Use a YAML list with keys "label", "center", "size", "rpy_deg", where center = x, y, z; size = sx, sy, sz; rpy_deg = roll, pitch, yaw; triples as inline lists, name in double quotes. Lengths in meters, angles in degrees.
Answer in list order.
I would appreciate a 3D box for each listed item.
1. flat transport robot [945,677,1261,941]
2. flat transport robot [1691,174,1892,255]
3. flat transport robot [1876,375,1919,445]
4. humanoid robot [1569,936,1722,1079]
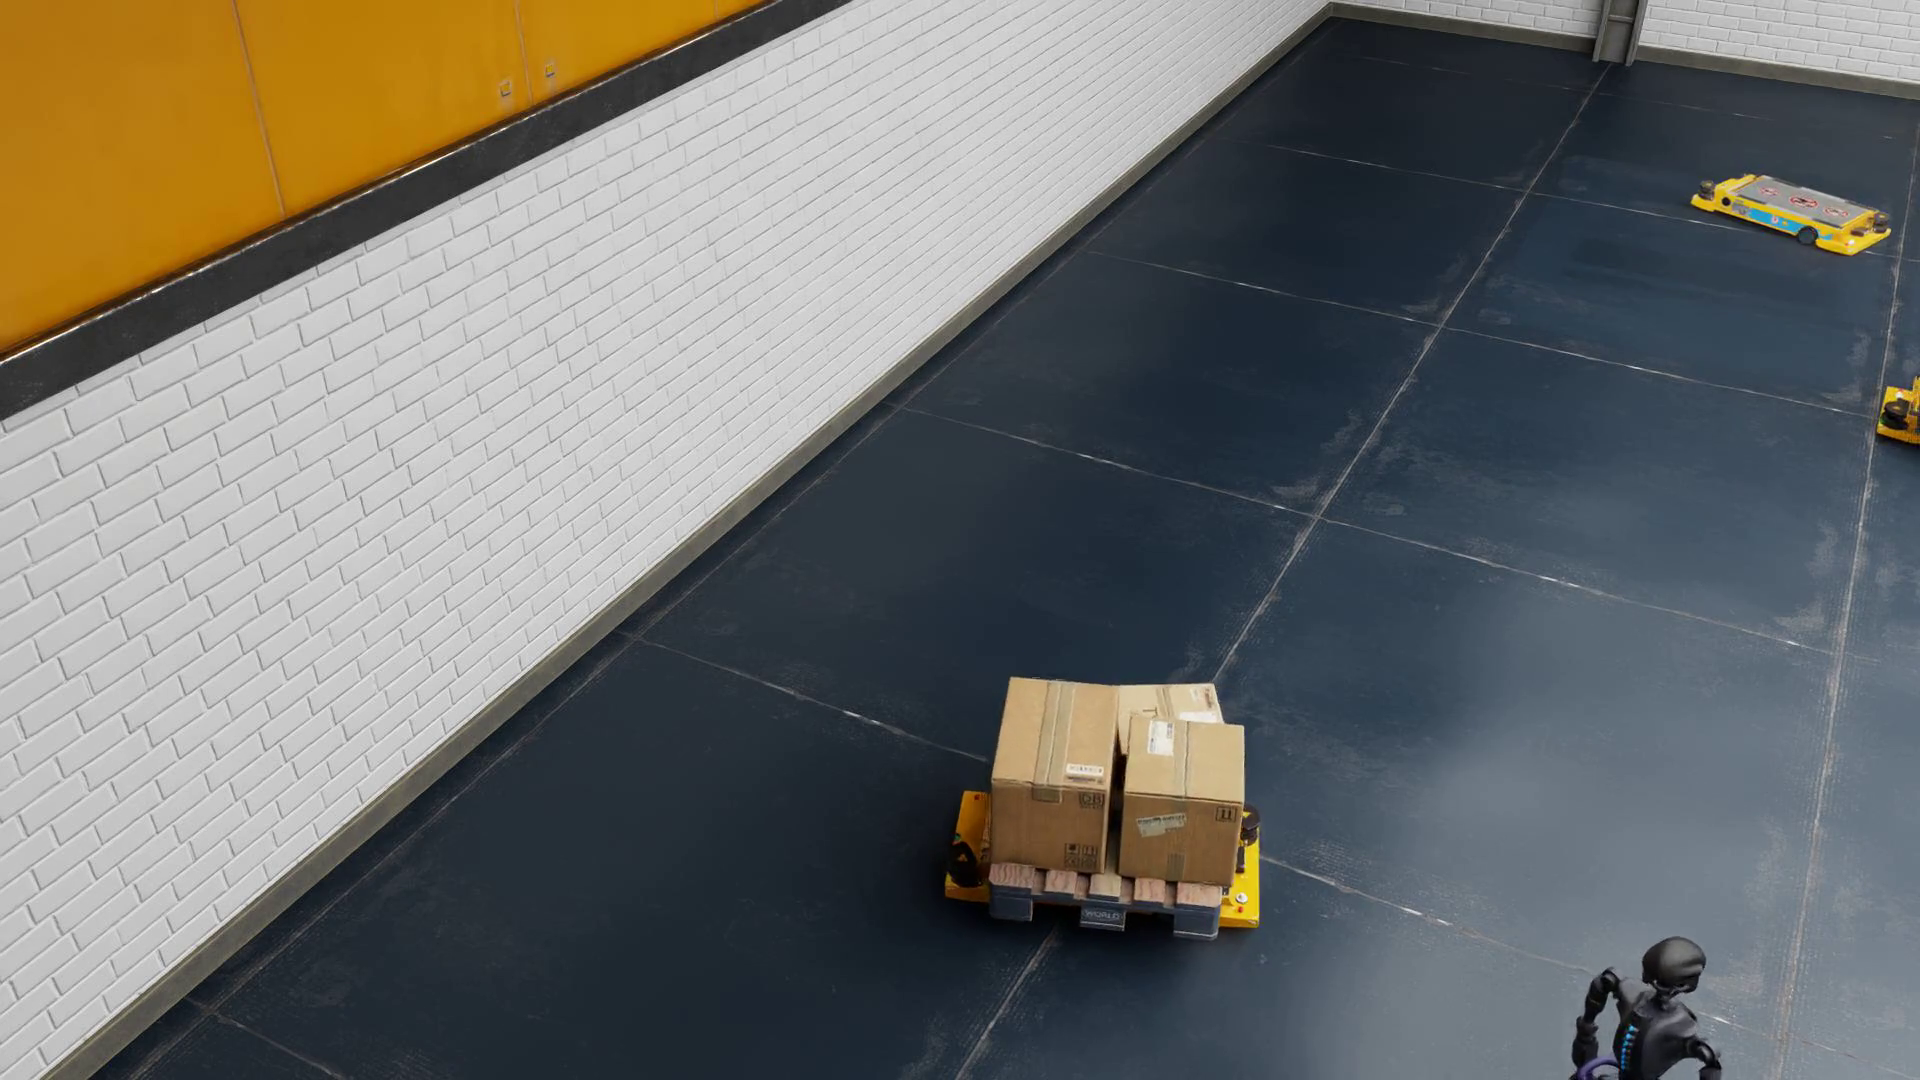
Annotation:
- label: "flat transport robot"
  center: [0.682, 1.458, 7.808]
  size: [1.431, 0.231, 0.659]
  rpy_deg: [4, 34, 7]
- label: "flat transport robot"
  center: [7.060, -2.794, 14.135]
  size: [0.659, 0.231, 1.431]
  rpy_deg: [-25, 41, -32]
- label: "flat transport robot"
  center: [6.933, -0.734, 11.069]
  size: [1.431, 0.231, 0.659]
  rpy_deg: [18, 38, 25]
- label: "humanoid robot"
  center: [2.274, 2.033, 5.725]
  size: [0.624, 1.656, 0.589]
  rpy_deg: [-19, 38, -26]
